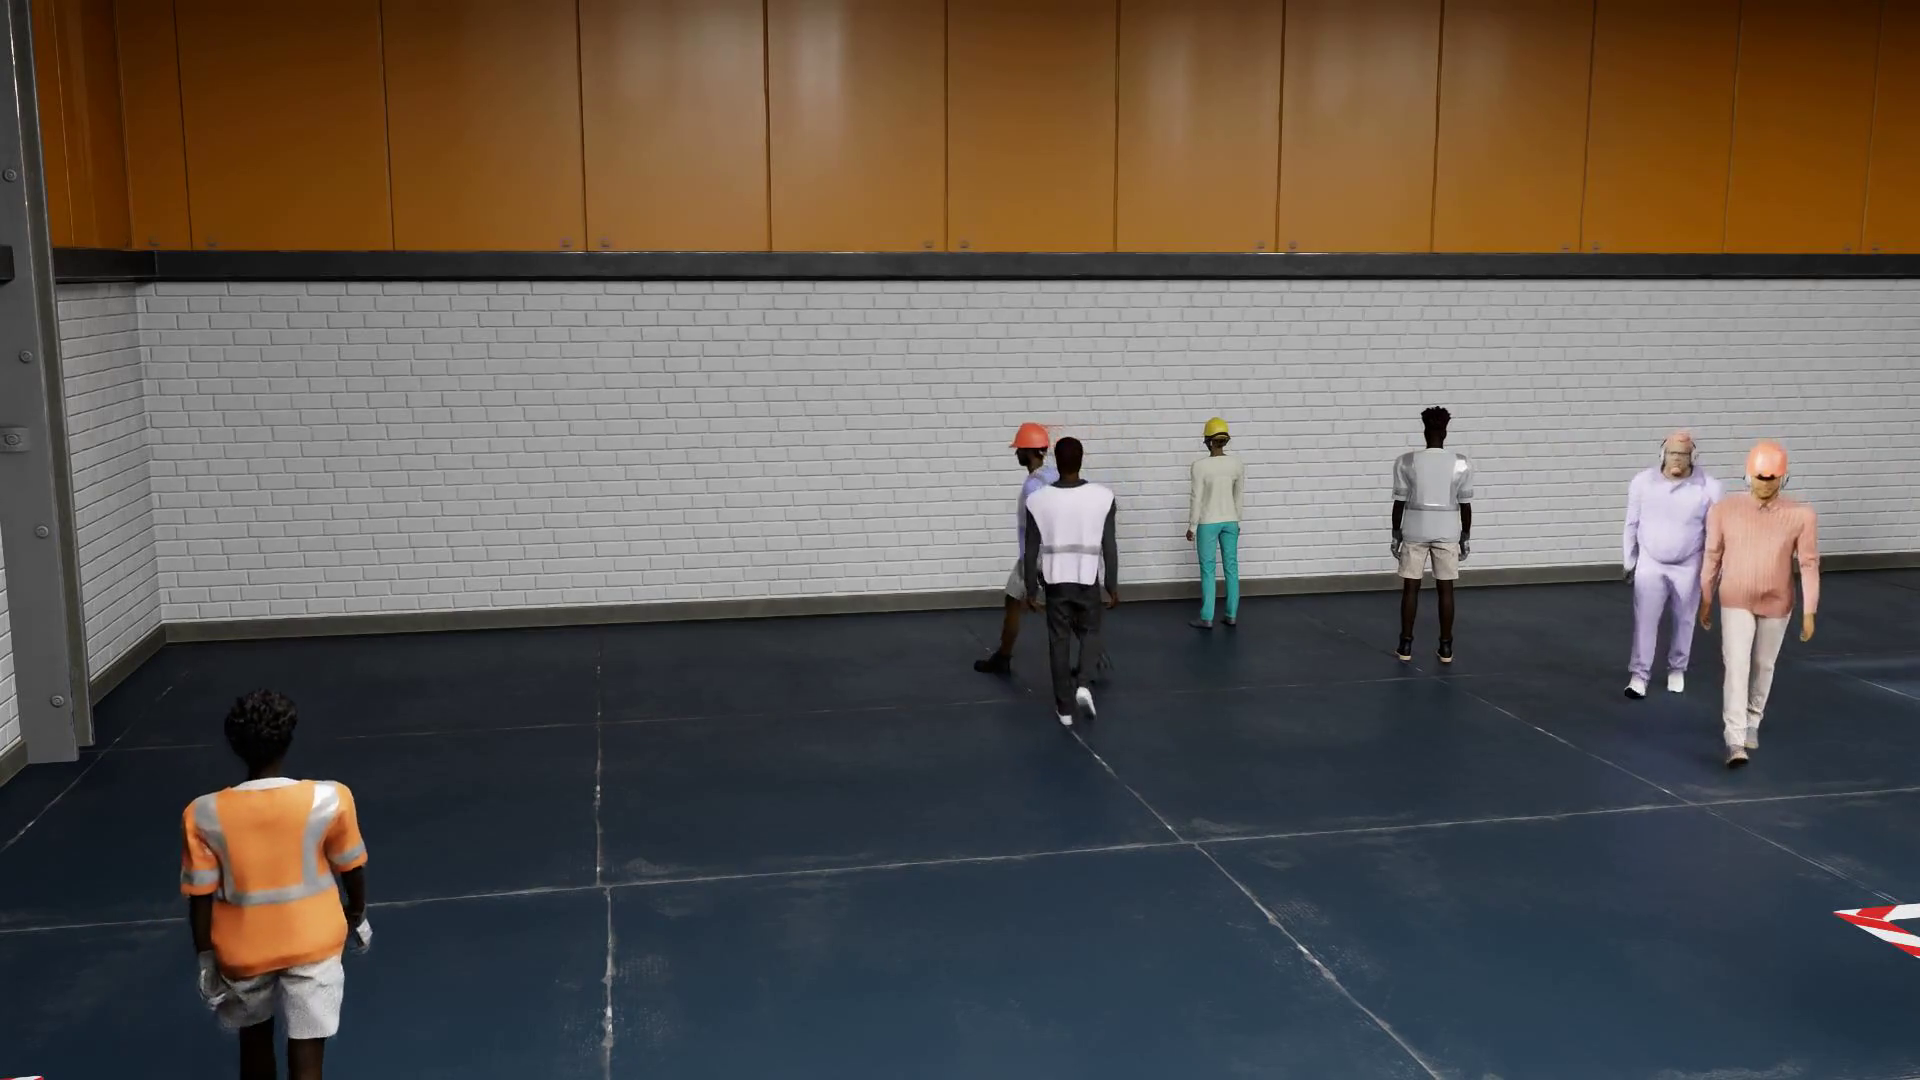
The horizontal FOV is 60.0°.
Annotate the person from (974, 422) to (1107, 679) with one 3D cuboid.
[{"bbox_3d":[0.614,0.086,12.130,0.996,1.900,0.540,4,10,23],"label":"person"}]

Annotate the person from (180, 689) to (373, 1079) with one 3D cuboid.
[{"bbox_3d":[-2.198,1.293,5.430,0.542,1.670,0.758,-2,10,-13],"label":"person"}]

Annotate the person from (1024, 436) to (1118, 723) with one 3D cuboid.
[{"bbox_3d":[0.725,0.278,10.887,0.627,1.903,0.474,0,9,2],"label":"person"}]

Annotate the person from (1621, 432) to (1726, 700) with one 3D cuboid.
[{"bbox_3d":[4.919,0.196,11.531,0.673,1.861,0.965,5,11,28],"label":"person"}]

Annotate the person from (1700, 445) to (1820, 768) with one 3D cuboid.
[{"bbox_3d":[4.850,0.391,10.097,0.644,1.937,1.012,4,10,21],"label":"person"}]

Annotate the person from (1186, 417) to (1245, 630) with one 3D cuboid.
[{"bbox_3d":[2.124,-0.137,13.846,0.522,1.769,0.317,-4,10,-24],"label":"person"}]

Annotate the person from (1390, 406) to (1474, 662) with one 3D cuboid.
[{"bbox_3d":[3.593,-0.044,12.700,0.607,1.958,0.373,2,10,12],"label":"person"}]
